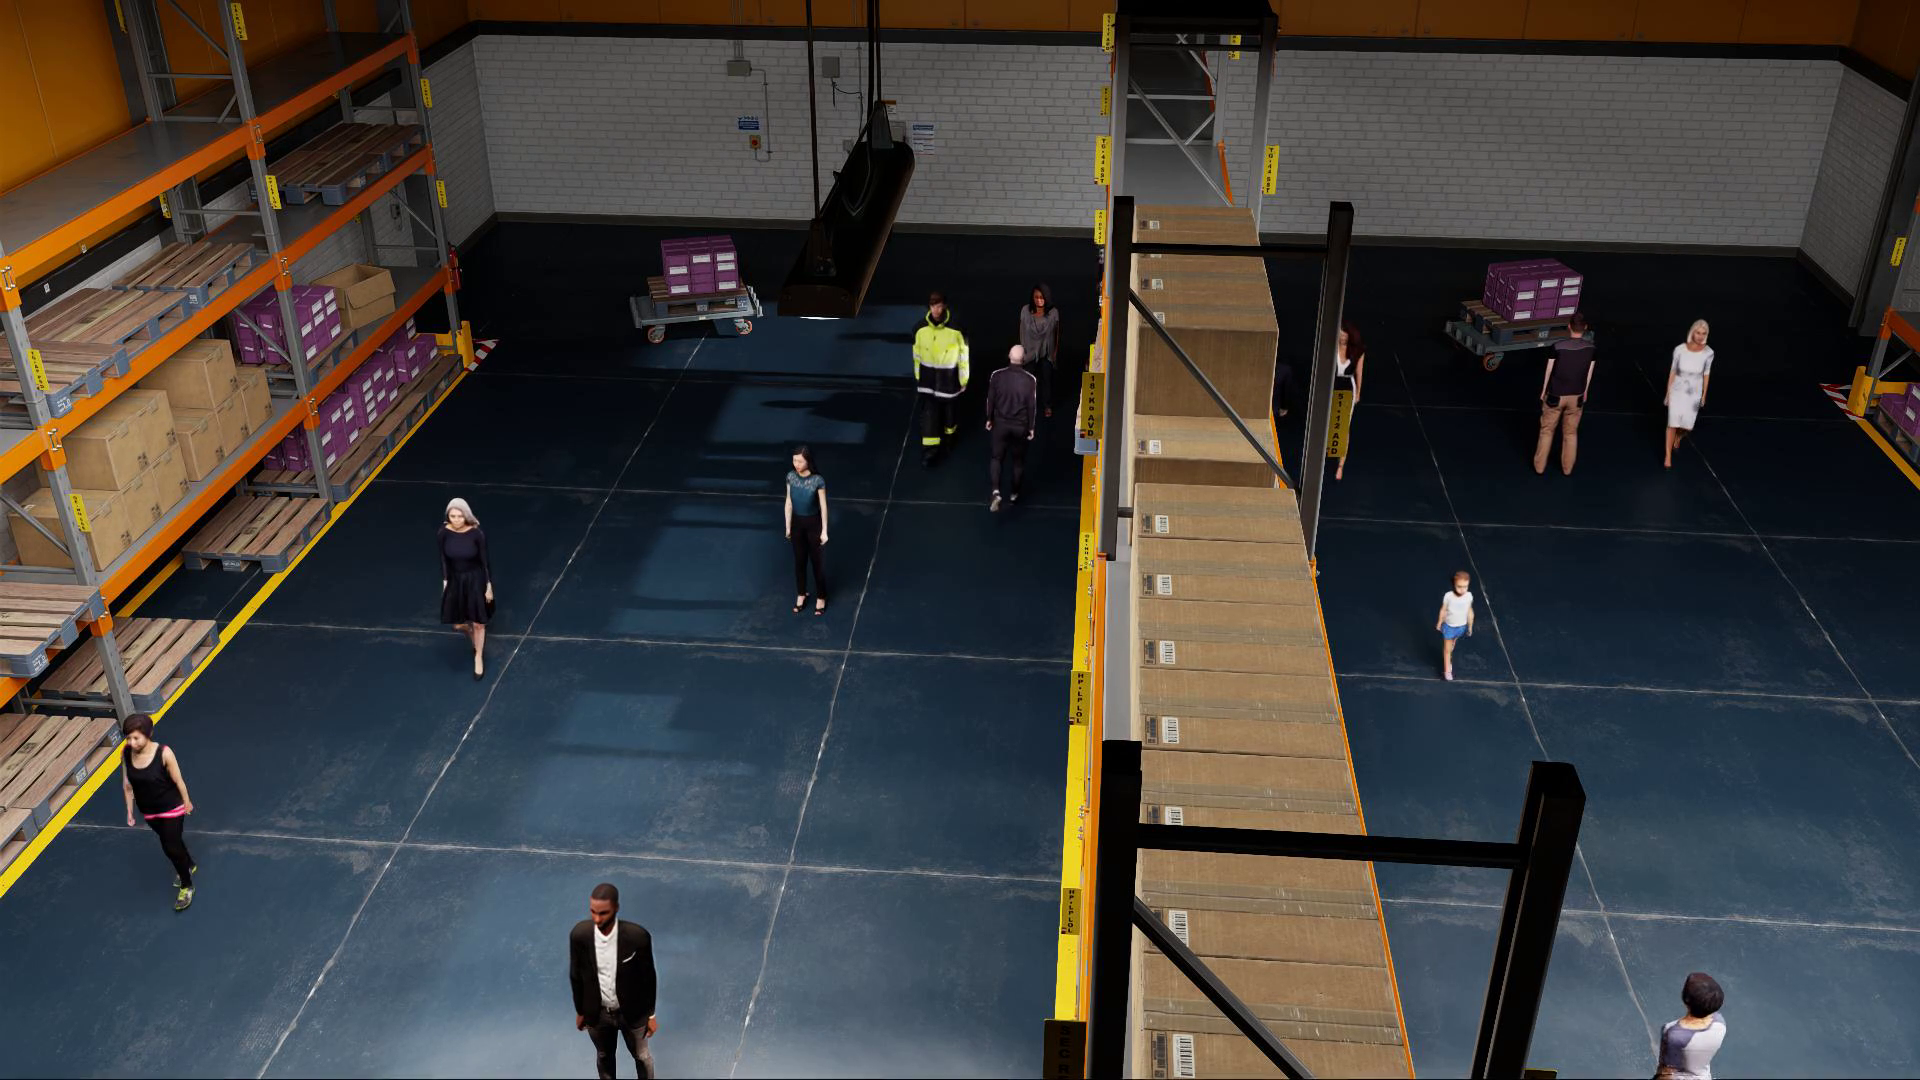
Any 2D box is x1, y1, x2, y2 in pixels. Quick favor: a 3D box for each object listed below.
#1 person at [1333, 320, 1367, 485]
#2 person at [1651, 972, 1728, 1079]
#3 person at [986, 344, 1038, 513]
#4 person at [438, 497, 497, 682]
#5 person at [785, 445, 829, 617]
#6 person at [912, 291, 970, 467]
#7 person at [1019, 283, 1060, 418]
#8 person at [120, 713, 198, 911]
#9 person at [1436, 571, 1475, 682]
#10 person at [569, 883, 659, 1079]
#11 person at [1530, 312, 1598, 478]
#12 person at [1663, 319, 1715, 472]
[{"bbox_3d":[4.091,-1.559,17.959,0.735,1.755,1.144,8,30,14],"label":"person"},{"bbox_3d":[4.189,3.161,9.525,0.758,1.544,0.964,-9,30,-16],"label":"person"},{"bbox_3d":[0.516,-1.092,17.044,0.703,1.810,0.994,4,29,7],"label":"person"},{"bbox_3d":[-4.252,0.381,14.418,0.669,1.739,0.777,-1,29,-3],"label":"person"},{"bbox_3d":[-1.398,-0.095,15.295,0.616,1.736,0.581,10,30,18],"label":"person"},{"bbox_3d":[-0.189,-1.827,18.257,0.785,1.939,1.107,1,29,3],"label":"person"},{"bbox_3d":[0.920,-2.228,19.336,0.620,1.611,0.638,3,29,6],"label":"person"},{"bbox_3d":[-5.702,1.844,11.952,0.568,1.533,0.731,5,29,10],"label":"person"},{"bbox_3d":[4.331,0.697,14.602,0.468,1.008,0.639,0,29,0],"label":"person"},{"bbox_3d":[-2.053,2.788,9.941,0.660,1.800,0.563,1,29,1],"label":"person"},{"bbox_3d":[6.503,-1.571,17.890,0.673,1.841,0.585,1,29,2],"label":"person"},{"bbox_3d":[7.869,-1.614,18.078,0.664,1.737,0.770,8,30,15],"label":"person"}]
